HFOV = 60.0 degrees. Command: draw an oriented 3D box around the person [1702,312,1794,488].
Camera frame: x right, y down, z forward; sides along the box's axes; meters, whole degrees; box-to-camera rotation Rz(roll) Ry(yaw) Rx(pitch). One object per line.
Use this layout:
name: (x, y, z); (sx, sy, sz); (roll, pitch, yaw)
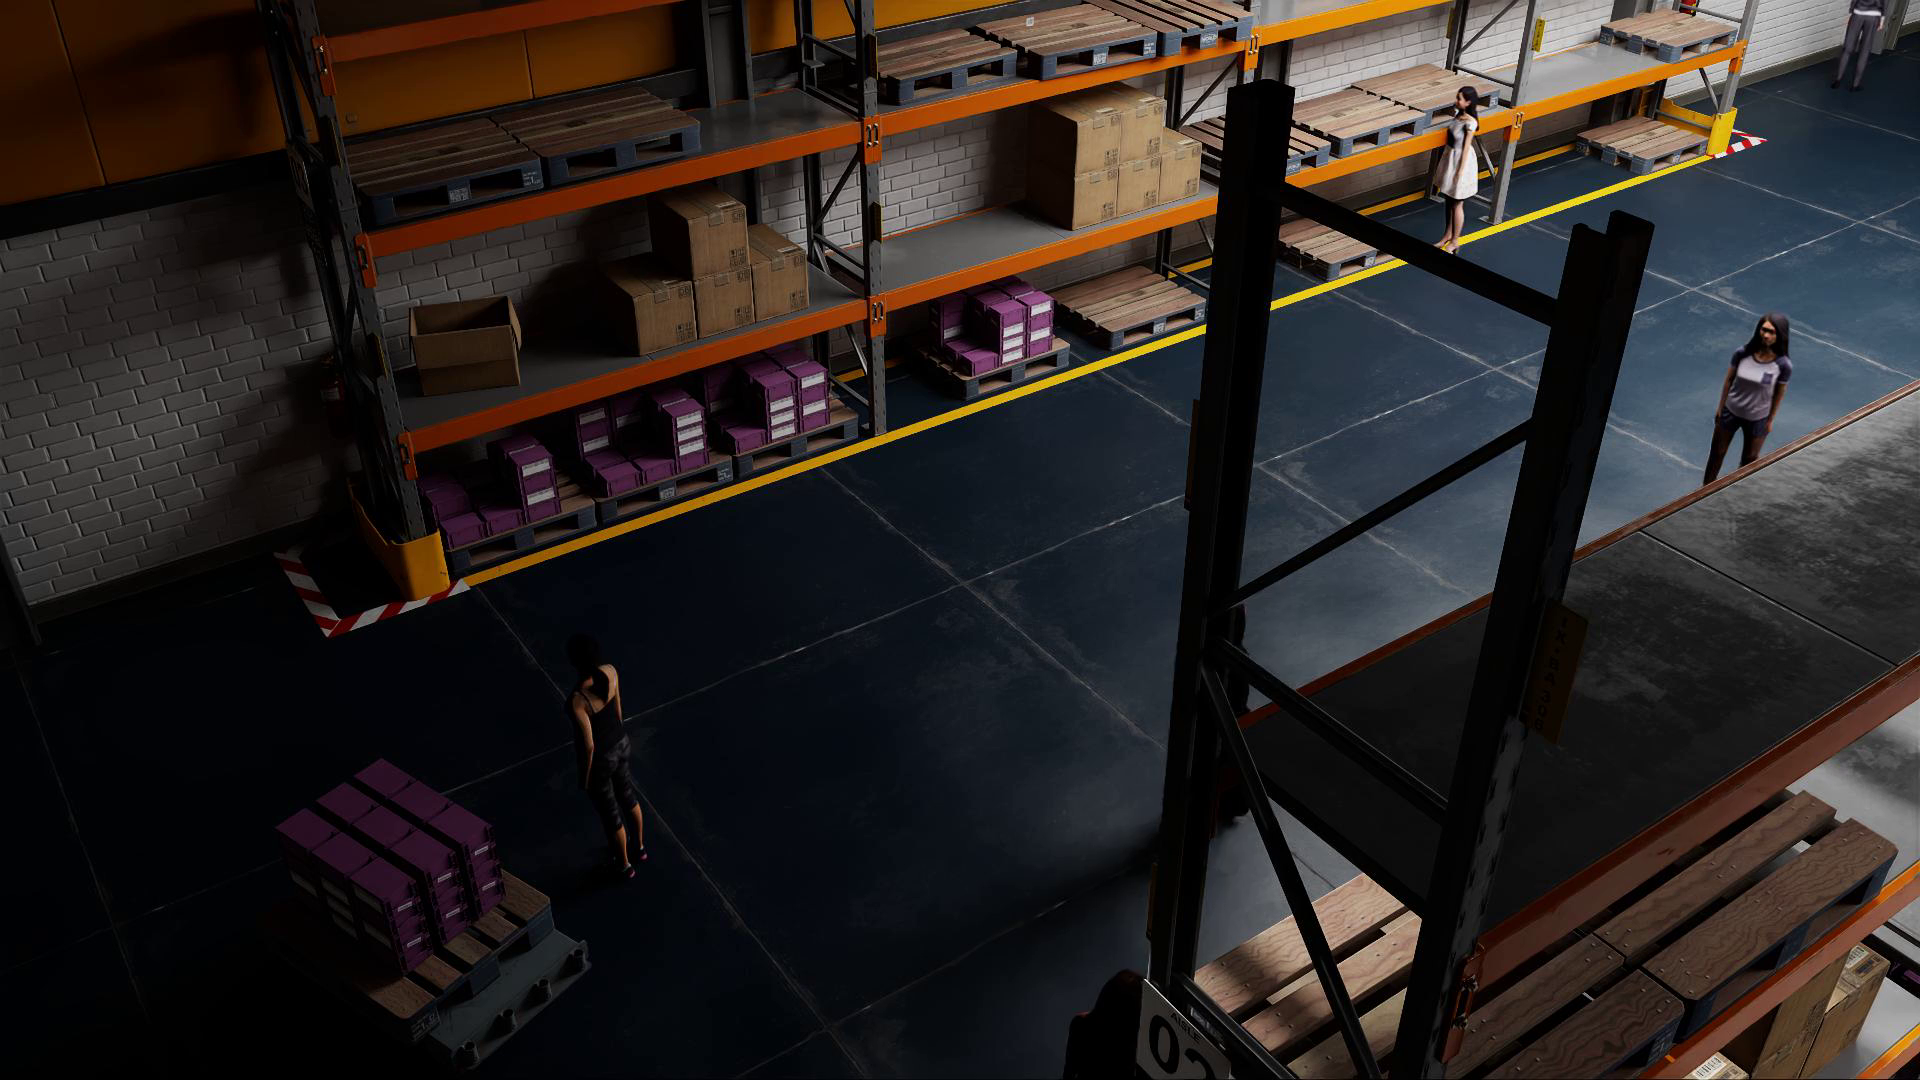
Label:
person: (6.113, -0.986, 12.907); (0.649, 1.705, 0.619); (23, 40, 31)

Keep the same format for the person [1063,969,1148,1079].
person: (0.582, 2.654, 7.460); (1.093, 1.673, 0.664); (-29, 43, -36)

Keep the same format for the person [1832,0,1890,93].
person: (11.645, -6.681, 21.407); (0.635, 1.779, 0.587); (23, 40, 31)

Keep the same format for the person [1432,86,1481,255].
person: (5.101, -3.781, 17.053); (0.797, 1.769, 0.769); (-3, 34, -4)

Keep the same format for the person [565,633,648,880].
person: (-2.029, 1.244, 9.533); (0.700, 1.727, 0.605); (14, 36, 21)
